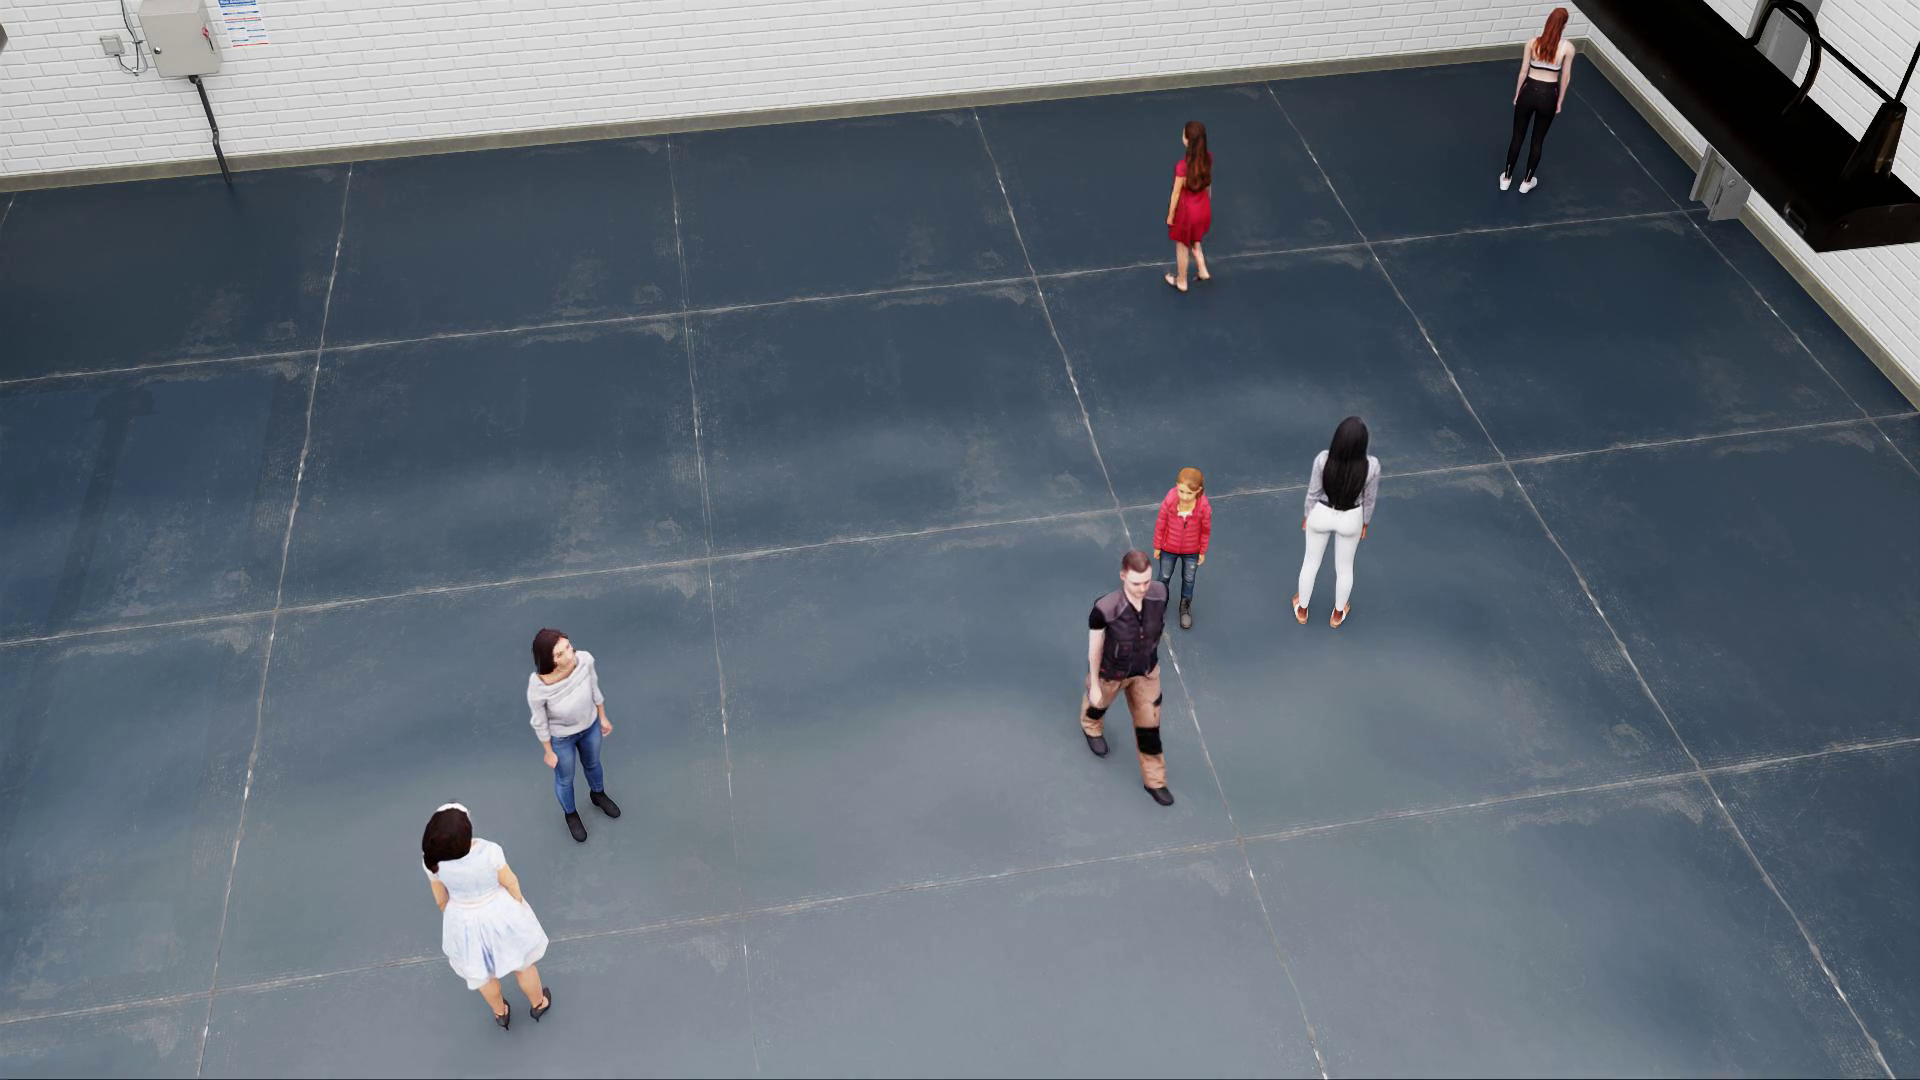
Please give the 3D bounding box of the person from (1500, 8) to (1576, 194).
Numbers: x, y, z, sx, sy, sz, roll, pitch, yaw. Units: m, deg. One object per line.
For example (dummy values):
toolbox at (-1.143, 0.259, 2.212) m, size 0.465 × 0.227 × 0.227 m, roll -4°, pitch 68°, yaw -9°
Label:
person at (5.126, -3.898, 14.765) m, size 0.670 × 1.742 × 0.695 m, roll 17°, pitch 46°, yaw 17°

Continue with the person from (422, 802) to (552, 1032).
person at (-2.437, 1.960, 8.560) m, size 0.686 × 1.818 × 0.700 m, roll -6°, pitch 44°, yaw -6°

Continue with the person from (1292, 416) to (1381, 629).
person at (2.437, -0.116, 10.808) m, size 0.662 × 1.724 × 0.650 m, roll 9°, pitch 44°, yaw 9°

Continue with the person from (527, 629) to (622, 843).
person at (-2.249, 1.099, 9.596) m, size 0.679 × 1.636 × 0.698 m, roll -34°, pitch 53°, yaw -31°

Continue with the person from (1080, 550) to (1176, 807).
person at (0.935, 0.682, 9.913) m, size 0.784 × 1.802 × 1.124 m, roll -13°, pitch 45°, yaw -13°

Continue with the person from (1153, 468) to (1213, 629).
person at (1.454, 0.034, 10.944) m, size 0.574 × 1.318 × 0.588 m, roll 7°, pitch 44°, yaw 7°

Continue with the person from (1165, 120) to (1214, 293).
person at (1.939, -2.675, 13.626) m, size 0.705 × 1.541 × 0.805 m, roll -28°, pitch 50°, yaw -26°
